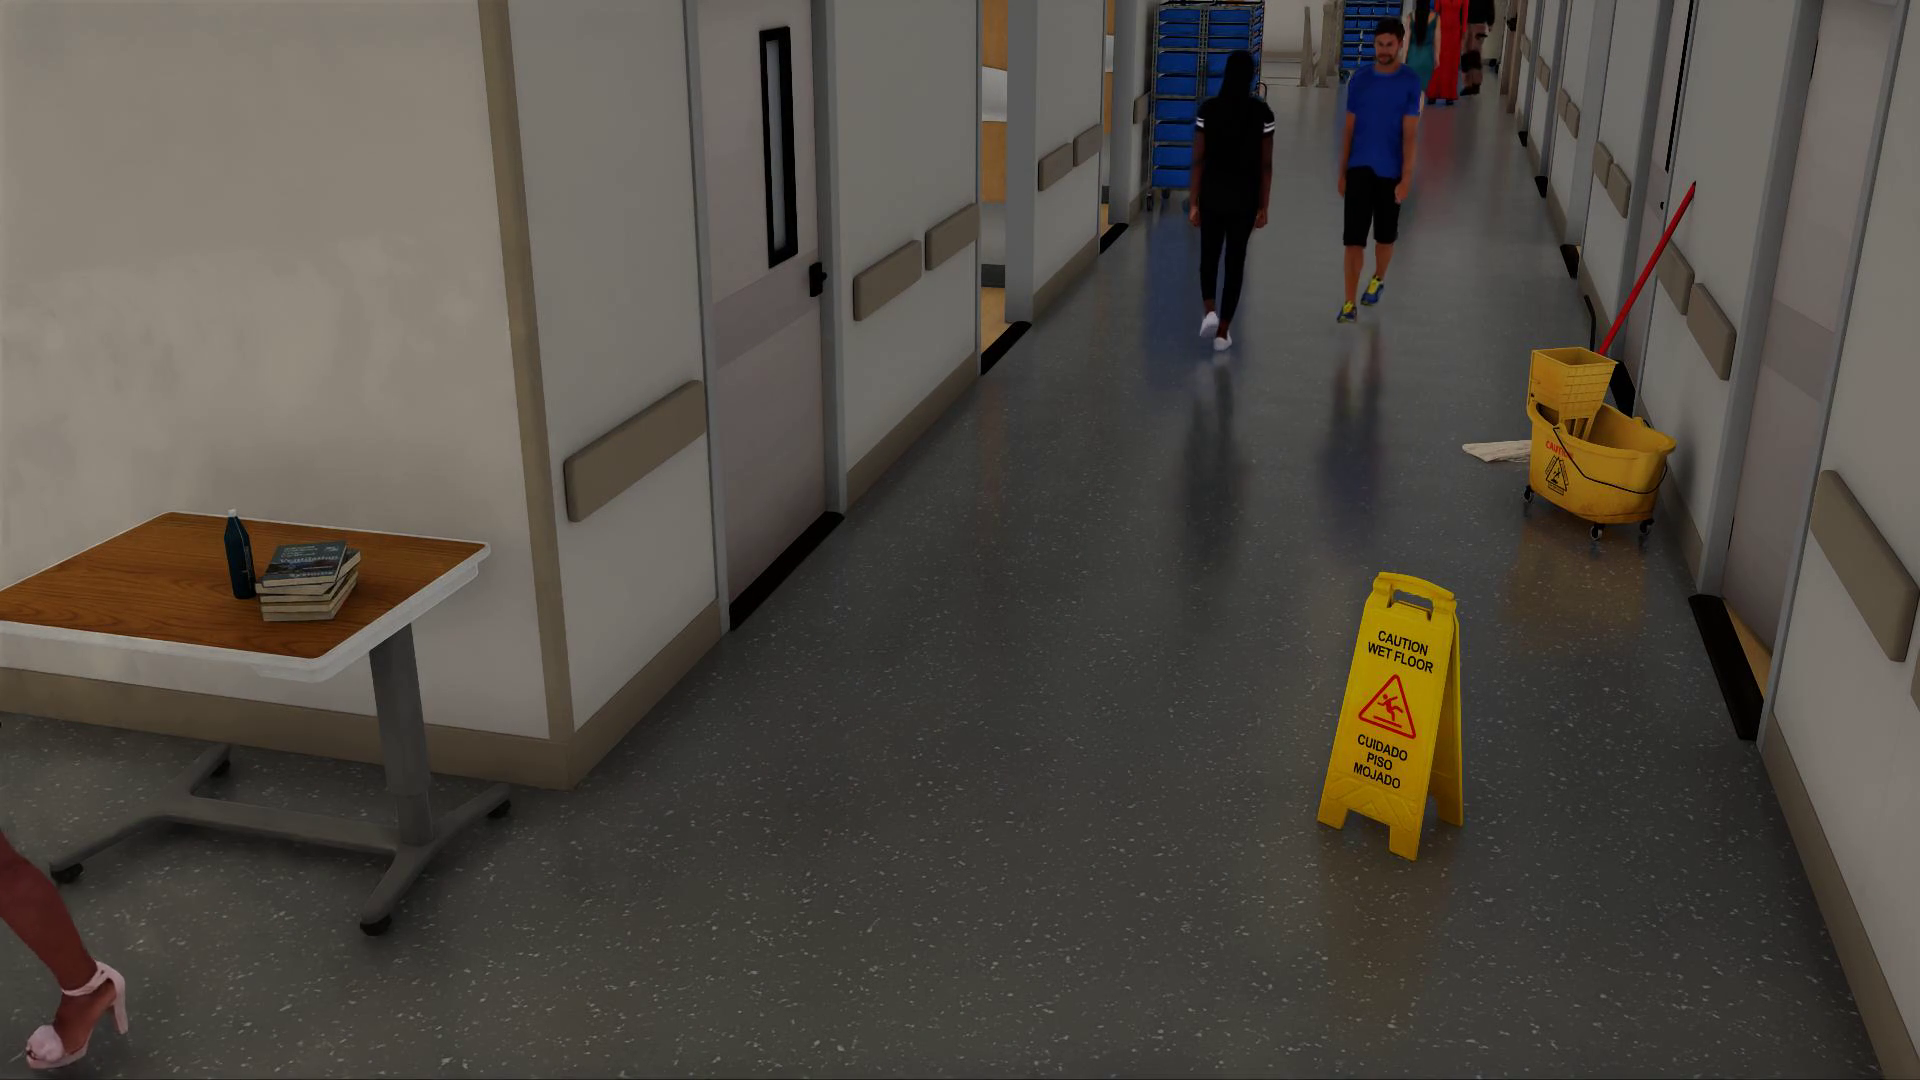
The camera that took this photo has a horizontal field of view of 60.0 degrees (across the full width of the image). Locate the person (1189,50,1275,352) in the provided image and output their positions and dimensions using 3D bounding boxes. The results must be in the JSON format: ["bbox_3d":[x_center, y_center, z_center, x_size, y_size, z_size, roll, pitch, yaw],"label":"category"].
[{"bbox_3d":[1.555,-1.927,9.621,0.607,1.716,0.686,5,21,12],"label":"person"}]

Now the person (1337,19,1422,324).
[{"bbox_3d":[2.642,-2.284,10.431,0.677,1.810,1.286,8,22,20],"label":"person"}]

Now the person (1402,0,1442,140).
[{"bbox_3d":[5.184,-5.366,18.768,0.595,1.669,0.708,8,22,21],"label":"person"}]

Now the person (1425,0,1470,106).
[{"bbox_3d":[6.540,-6.749,22.250,0.626,1.788,0.593,6,22,16],"label":"person"}]

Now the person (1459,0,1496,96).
[{"bbox_3d":[7.194,-7.196,23.266,0.803,1.904,0.772,11,24,27],"label":"person"}]
